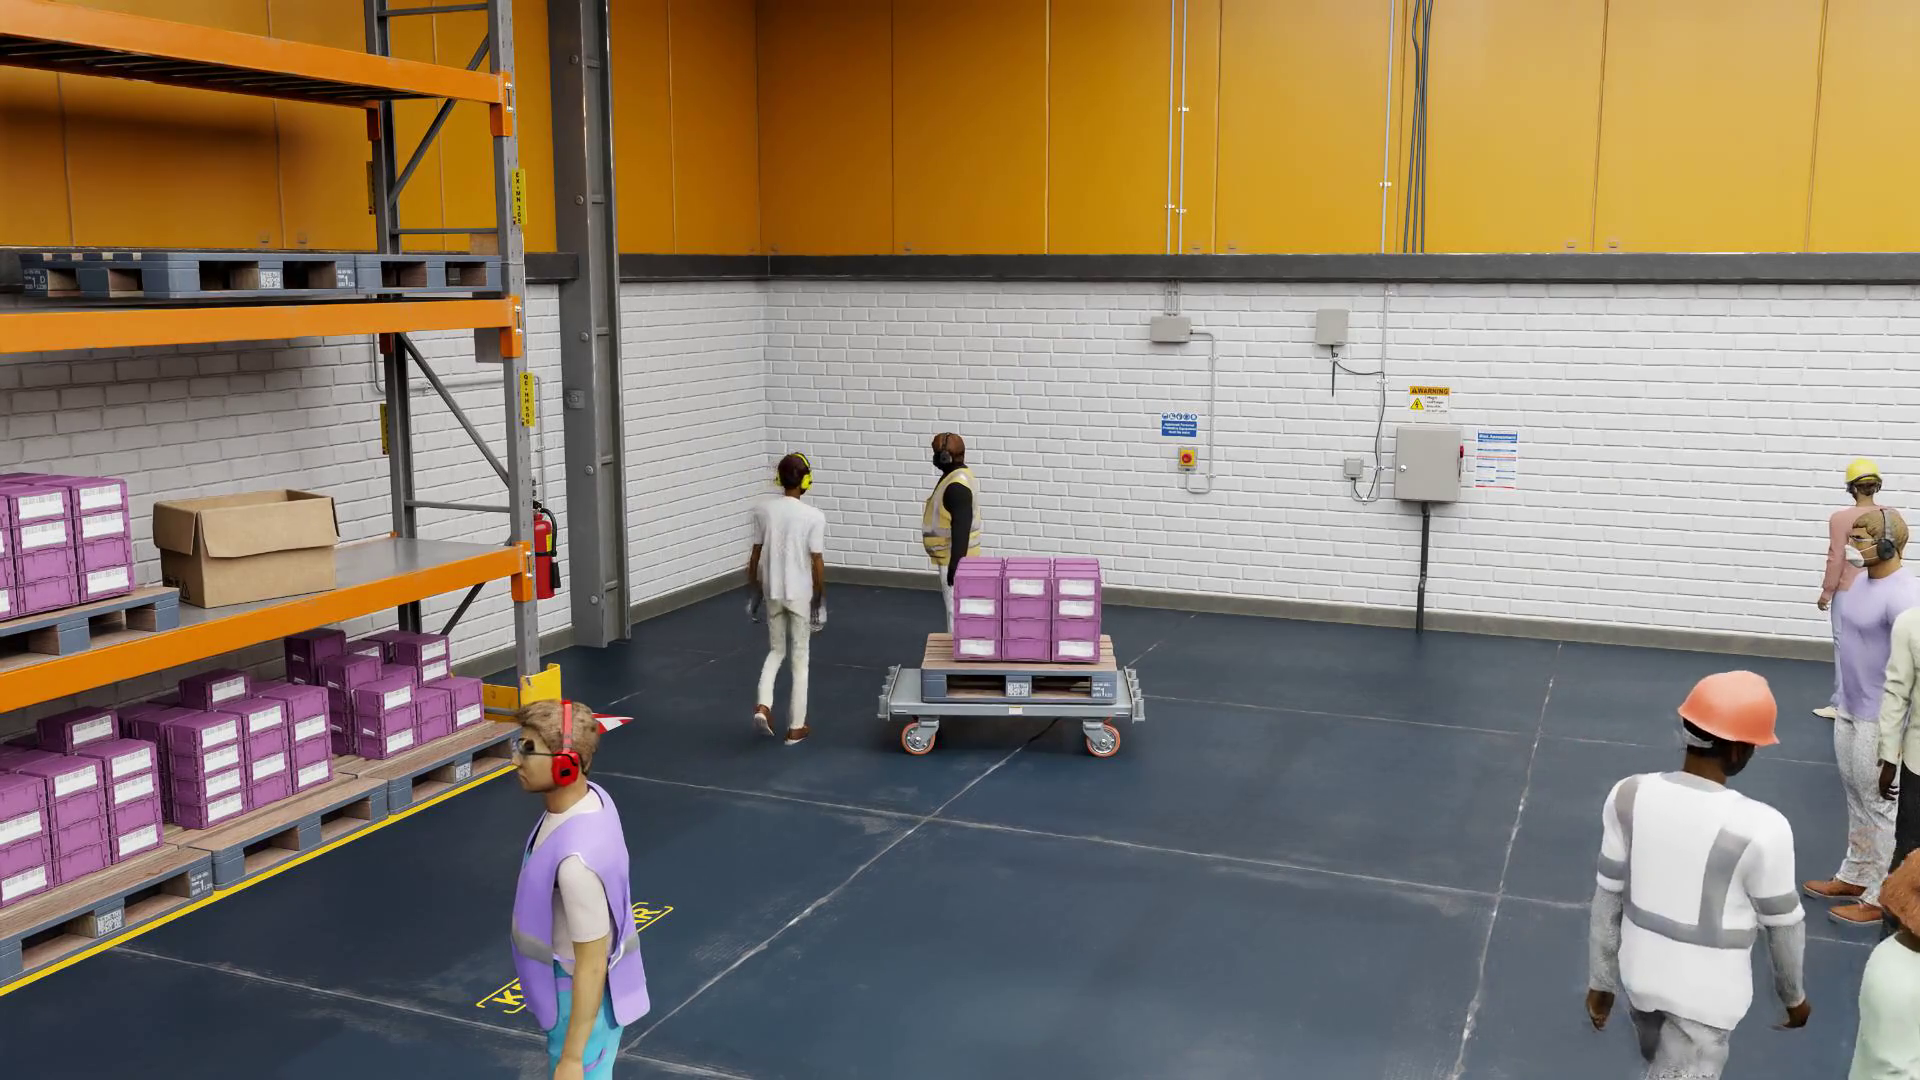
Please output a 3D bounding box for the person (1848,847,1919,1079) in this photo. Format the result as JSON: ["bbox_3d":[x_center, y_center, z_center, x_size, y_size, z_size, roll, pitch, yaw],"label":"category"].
[{"bbox_3d":[2.445,1.549,4.182,0.506,1.620,0.543,-6,11,-34],"label":"person"}]

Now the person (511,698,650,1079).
[{"bbox_3d":[-1.080,1.343,4.721,0.389,1.850,0.566,-3,10,-16],"label":"person"}]

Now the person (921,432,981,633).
[{"bbox_3d":[-0.064,0.134,12.088,0.430,1.840,0.622,0,9,-2],"label":"person"}]

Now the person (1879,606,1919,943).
[{"bbox_3d":[4.098,0.930,6.812,0.612,1.986,0.401,6,11,30],"label":"person"}]

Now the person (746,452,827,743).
[{"bbox_3d":[-1.112,0.383,10.517,0.564,1.854,0.474,3,10,16],"label":"person"}]

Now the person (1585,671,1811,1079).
[{"bbox_3d":[2.200,1.296,4.920,1.004,1.871,0.546,-5,11,-30],"label":"person"}]

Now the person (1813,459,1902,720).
[{"bbox_3d":[5.976,0.338,11.089,0.523,1.760,0.327,-2,10,-10],"label":"person"}]

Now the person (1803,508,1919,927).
[{"bbox_3d":[4.211,0.812,7.671,0.355,1.937,0.634,2,10,9],"label":"person"}]
